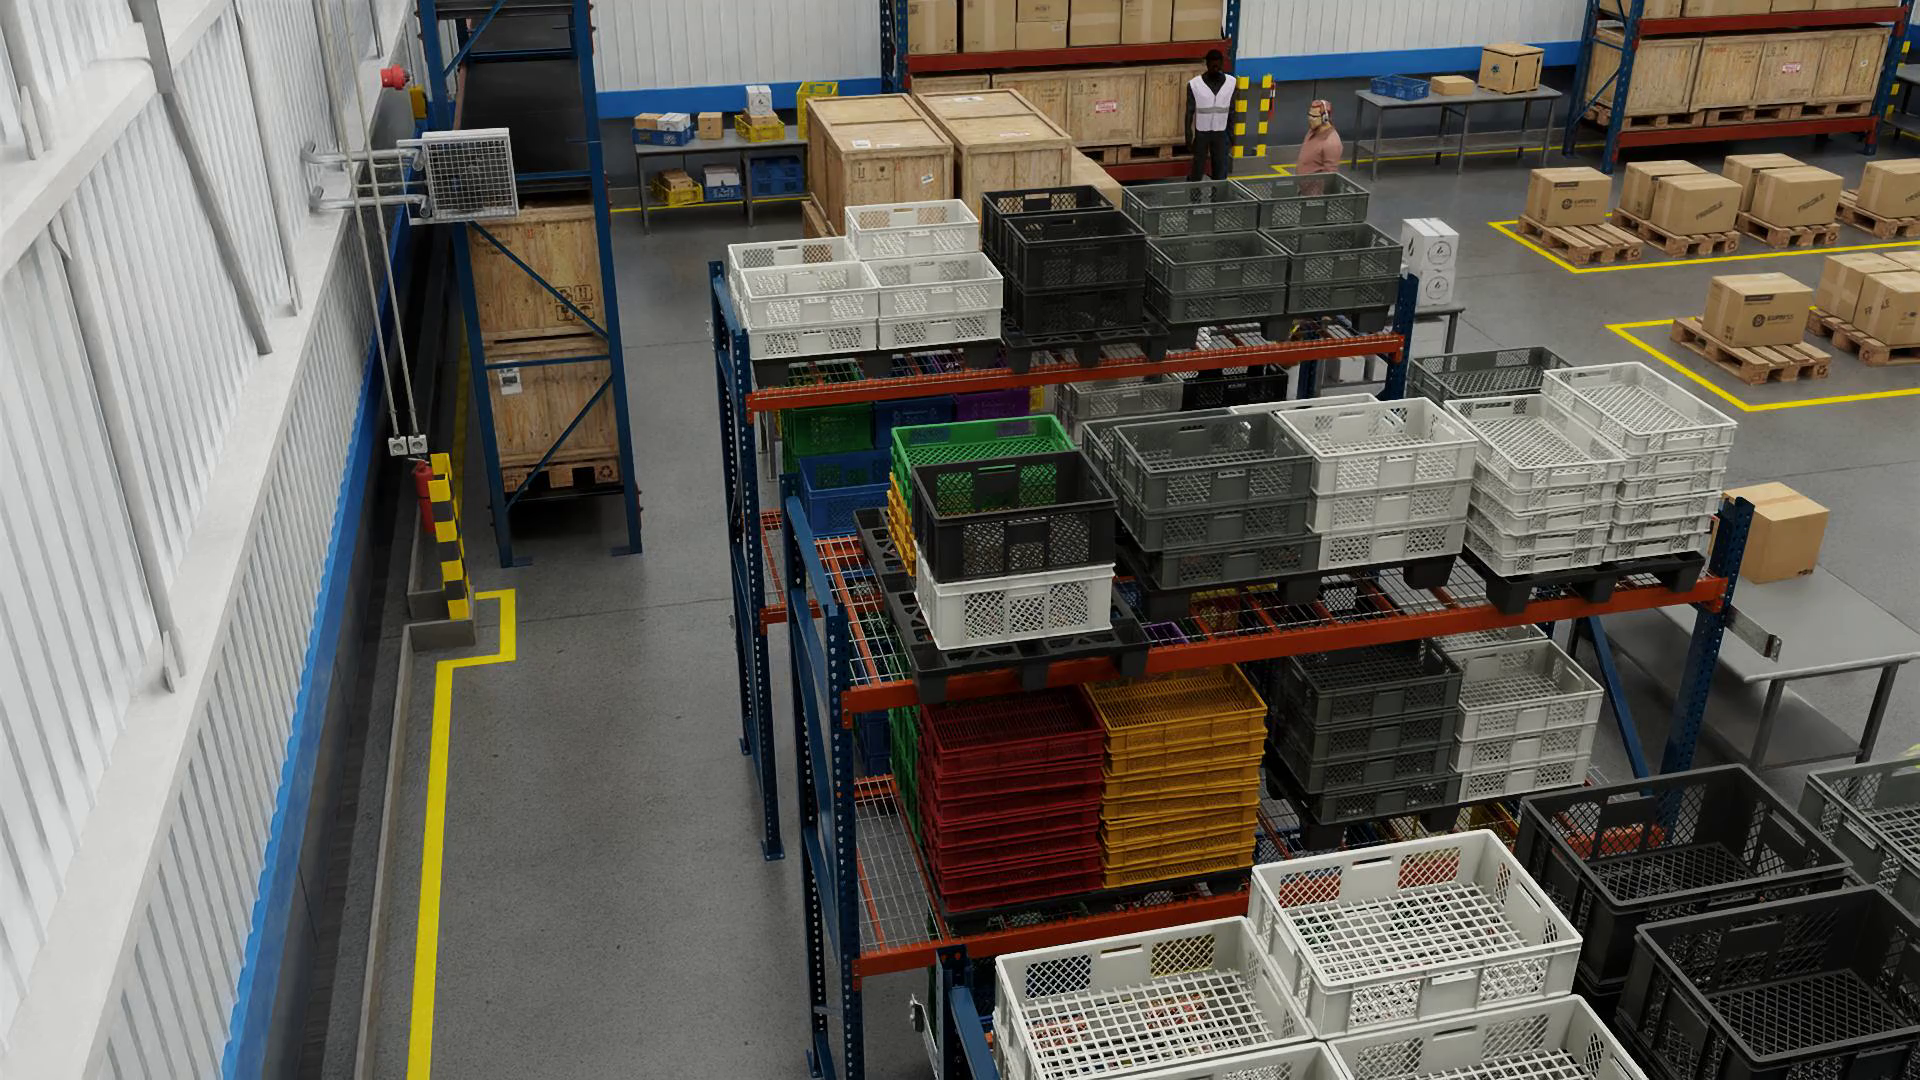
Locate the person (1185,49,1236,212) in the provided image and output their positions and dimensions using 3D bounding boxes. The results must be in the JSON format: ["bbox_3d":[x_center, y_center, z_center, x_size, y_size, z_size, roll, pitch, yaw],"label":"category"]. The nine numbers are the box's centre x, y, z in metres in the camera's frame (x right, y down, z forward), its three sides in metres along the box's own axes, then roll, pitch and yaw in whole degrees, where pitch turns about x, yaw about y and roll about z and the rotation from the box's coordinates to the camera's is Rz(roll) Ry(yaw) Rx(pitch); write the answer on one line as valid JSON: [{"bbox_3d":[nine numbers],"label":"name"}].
[{"bbox_3d":[2.876,-4.707,19.212,0.594,1.907,0.414,-6,28,-11],"label":"person"}]

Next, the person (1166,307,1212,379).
[{"bbox_3d":[1.800,-1.406,12.977,0.394,1.880,0.587,-9,29,-17],"label":"person"}]

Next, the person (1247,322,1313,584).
[{"bbox_3d":[2.187,-0.617,11.528,0.584,1.839,0.510,0,28,0],"label":"person"}]

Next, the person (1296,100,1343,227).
[{"bbox_3d":[3.619,-3.549,17.024,0.400,1.900,0.649,-4,28,-7],"label":"person"}]
